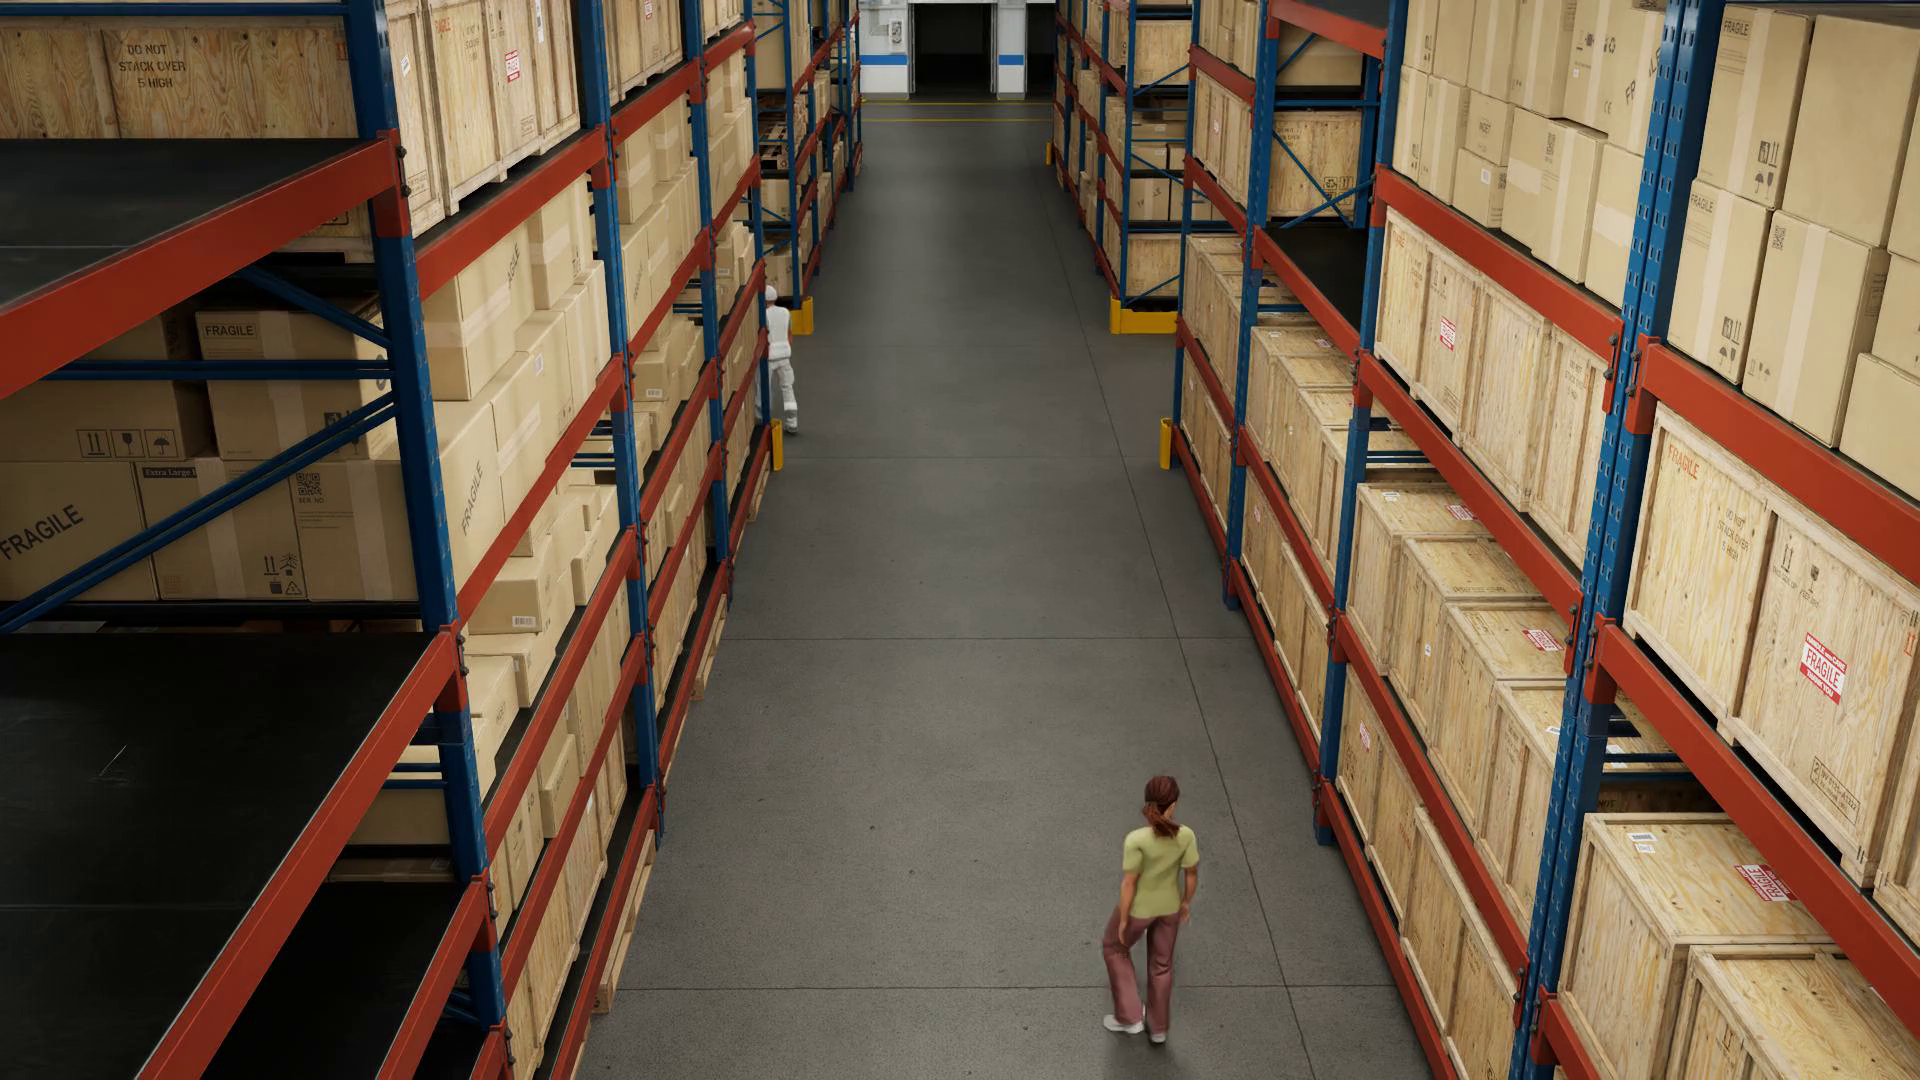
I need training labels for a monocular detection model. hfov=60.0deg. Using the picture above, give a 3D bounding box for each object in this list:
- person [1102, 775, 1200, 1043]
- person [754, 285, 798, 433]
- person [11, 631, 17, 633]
[{"bbox_3d":[1.074,2.076,9.327,0.474,1.688,0.415,-6,22,-14],"label":"person"},{"bbox_3d":[-2.270,-2.227,20.141,0.567,1.745,0.952,-13,25,-31],"label":"person"},{"bbox_3d":[-8.075,0.436,13.534,0.485,1.652,0.814,-5,22,-12],"label":"person"}]
